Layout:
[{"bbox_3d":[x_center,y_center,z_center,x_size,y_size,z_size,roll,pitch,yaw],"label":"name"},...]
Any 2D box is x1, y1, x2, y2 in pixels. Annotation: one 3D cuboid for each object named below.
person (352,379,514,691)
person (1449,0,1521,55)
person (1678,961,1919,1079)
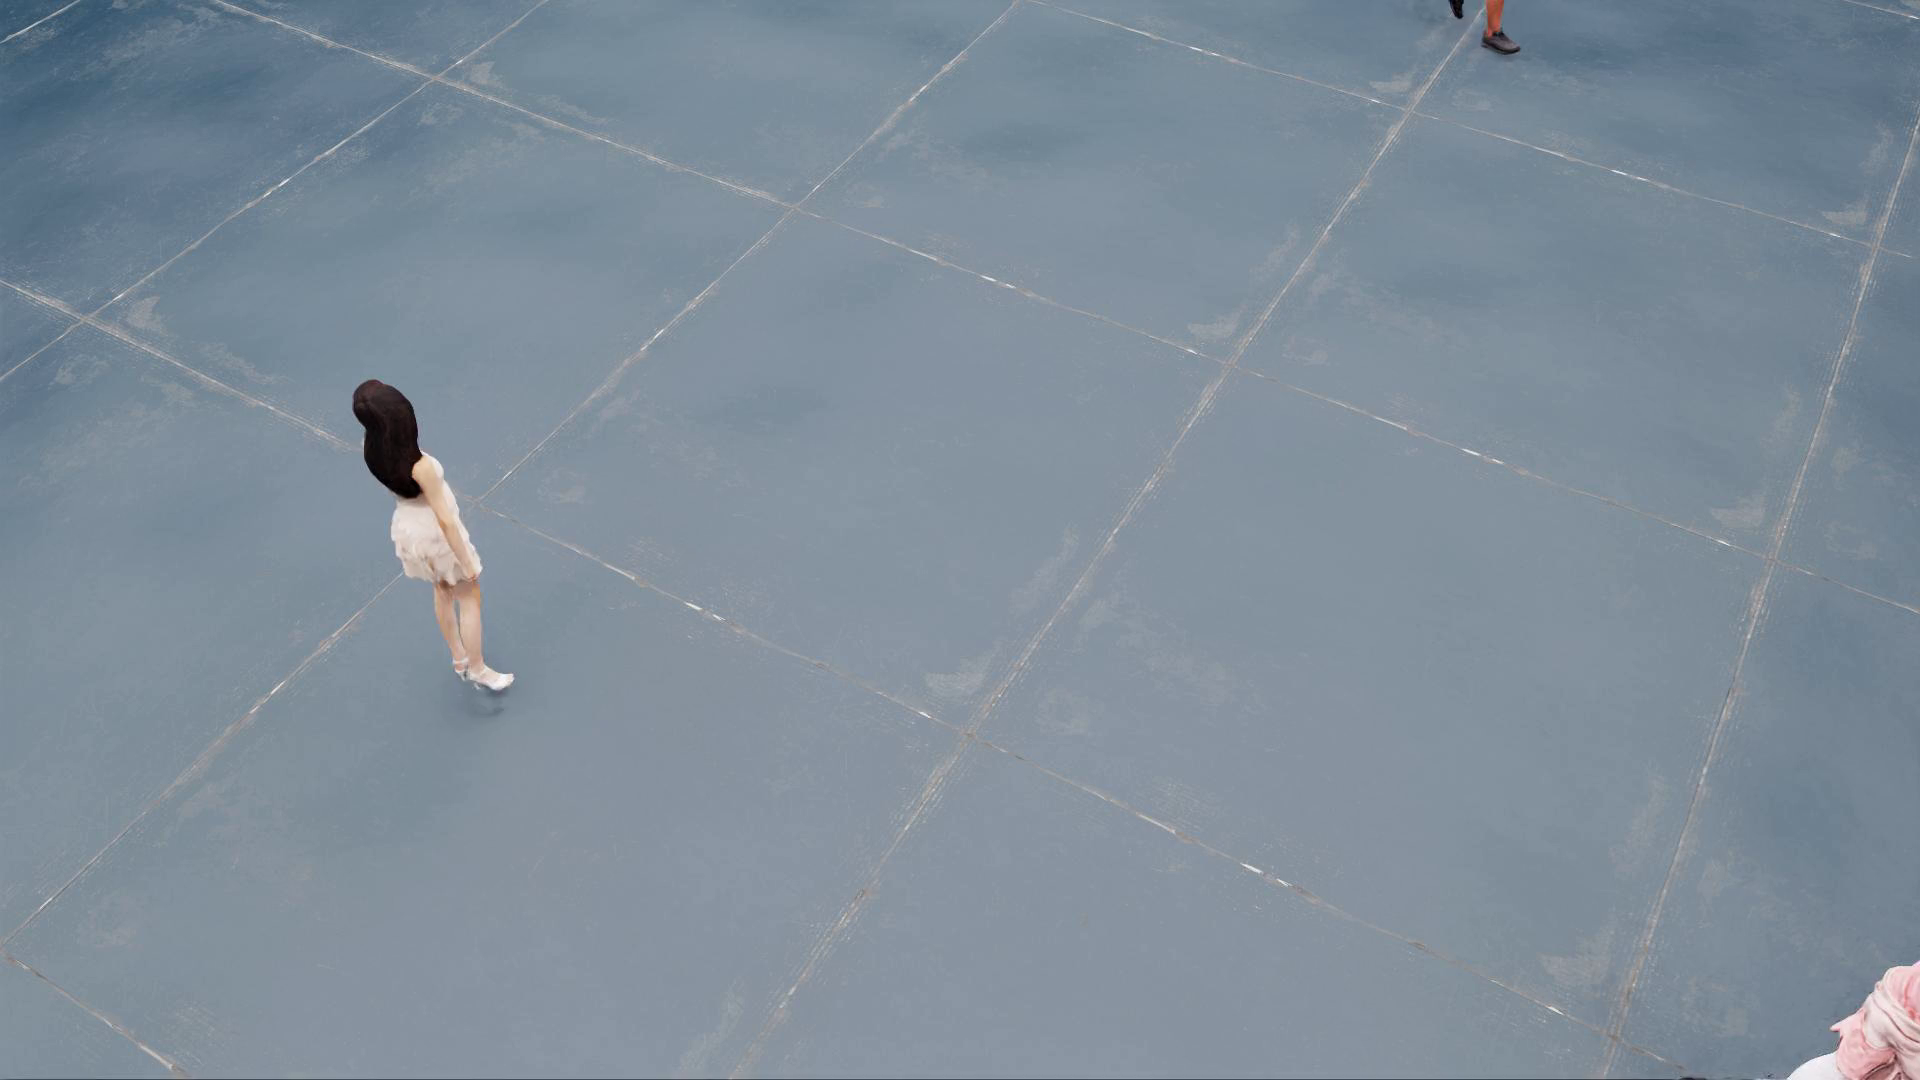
[{"bbox_3d":[-2.337,0.033,7.368,0.743,1.717,0.489,-34,56,-28],"label":"person"},{"bbox_3d":[3.666,-4.193,11.226,0.781,1.788,1.013,-34,56,-27],"label":"person"},{"bbox_3d":[2.933,1.833,5.674,1.151,1.760,1.225,-12,48,-11],"label":"person"}]
